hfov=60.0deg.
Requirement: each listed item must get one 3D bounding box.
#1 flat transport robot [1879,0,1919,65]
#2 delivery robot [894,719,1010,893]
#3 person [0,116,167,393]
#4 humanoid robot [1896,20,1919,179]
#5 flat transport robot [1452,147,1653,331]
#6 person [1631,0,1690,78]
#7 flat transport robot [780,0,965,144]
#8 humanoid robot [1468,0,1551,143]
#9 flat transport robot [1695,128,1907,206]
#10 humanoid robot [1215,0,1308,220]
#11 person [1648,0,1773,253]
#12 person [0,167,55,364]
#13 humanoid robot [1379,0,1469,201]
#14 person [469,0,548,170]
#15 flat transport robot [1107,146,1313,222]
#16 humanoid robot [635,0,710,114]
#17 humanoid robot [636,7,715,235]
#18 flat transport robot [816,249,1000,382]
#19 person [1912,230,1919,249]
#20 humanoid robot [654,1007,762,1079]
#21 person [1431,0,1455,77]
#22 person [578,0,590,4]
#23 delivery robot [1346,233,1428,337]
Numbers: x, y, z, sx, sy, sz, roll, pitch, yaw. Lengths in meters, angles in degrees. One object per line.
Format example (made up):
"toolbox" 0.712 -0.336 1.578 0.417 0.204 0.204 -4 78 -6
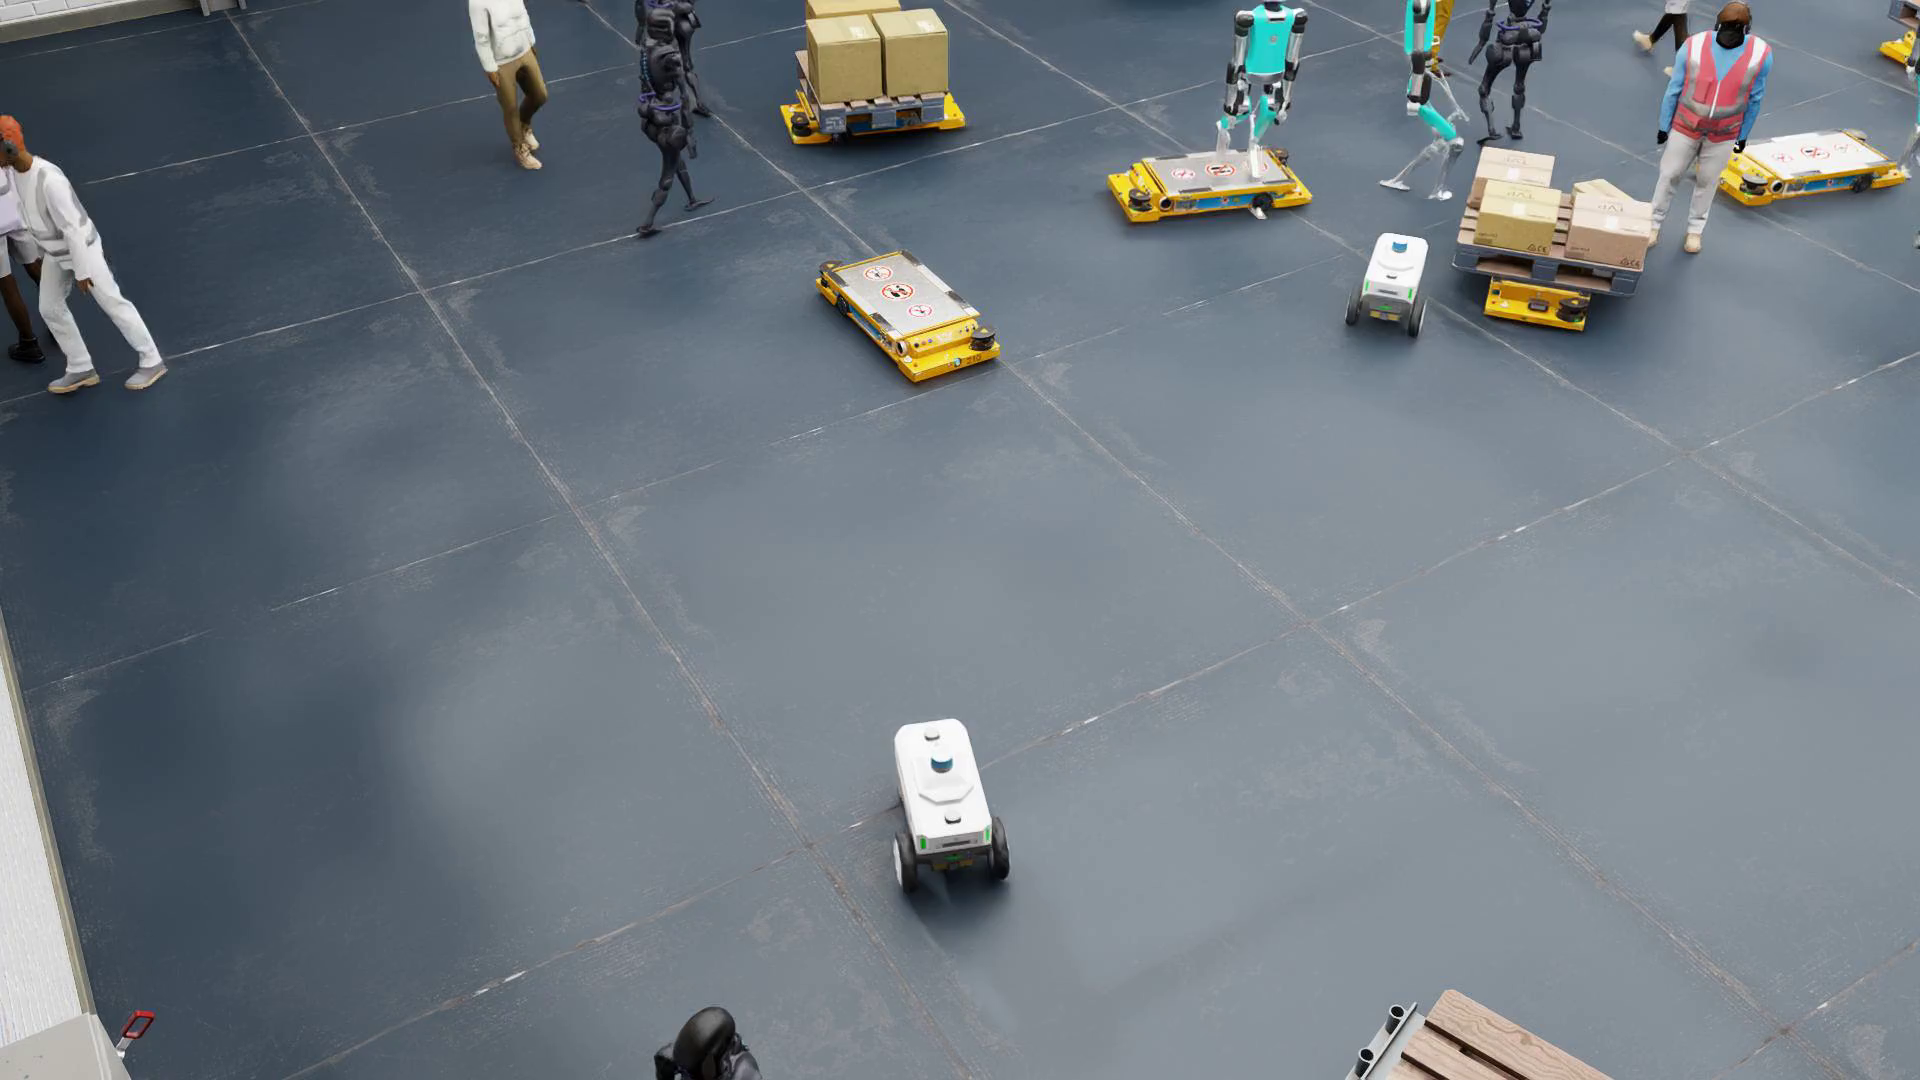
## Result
"flat transport robot" 9.053 -4.409 14.855 1.431 0.231 0.659 -11 40 -14
"delivery robot" -0.077 1.200 7.563 0.499 0.614 0.818 -7 39 -9
"person" -5.509 -1.721 10.191 0.581 1.852 0.659 22 43 25
"humanoid robot" 7.495 -3.547 12.576 0.539 1.780 0.672 5 39 7
"flat transport robot" 4.120 -1.939 11.739 0.659 0.231 1.431 13 40 15
"person" 6.206 -4.864 14.312 0.543 1.647 0.859 -16 41 -19
"flat transport robot" -0.731 -3.558 13.781 1.431 0.231 0.659 -9 39 -11
"humanoid robot" 4.364 -3.924 13.119 0.596 1.646 0.443 -9 39 -11
"flat transport robot" 6.563 -2.906 12.958 1.431 0.231 0.659 -10 39 -12
"humanoid robot" 2.123 -3.334 12.343 0.530 1.795 0.888 -7 39 -9
"person" 5.233 -2.892 11.687 0.630 1.835 0.432 14 41 17
"person" -6.106 -2.023 10.503 0.351 1.938 0.543 21 43 25
"humanoid robot" 3.610 -3.350 12.369 0.816 1.815 0.541 6 39 8
"person" -3.464 -3.669 12.729 0.431 1.740 0.554 27 45 29
"flat transport robot" 1.909 -2.724 12.728 1.431 0.231 0.659 -8 39 -10
"humanoid robot" -2.379 -4.278 13.583 0.594 1.645 0.613 -29 47 -31
"humanoid robot" -2.146 -3.037 12.036 0.766 1.629 0.609 -30 47 -32
"flat transport robot" -0.373 -1.553 11.252 0.659 0.231 1.431 -20 43 -23
"person" 7.086 -2.731 11.458 0.601 1.852 0.466 28 46 31
"humanoid robot" -0.731 2.083 5.542 0.609 1.638 0.559 17 41 20
"person" 4.182 -4.857 14.232 0.343 1.746 0.529 1 38 1
"person" -3.531 -5.980 15.578 0.561 1.837 0.388 -20 42 -23
"delivery robot" 2.943 -1.773 11.288 0.499 0.582 0.773 13 40 15
